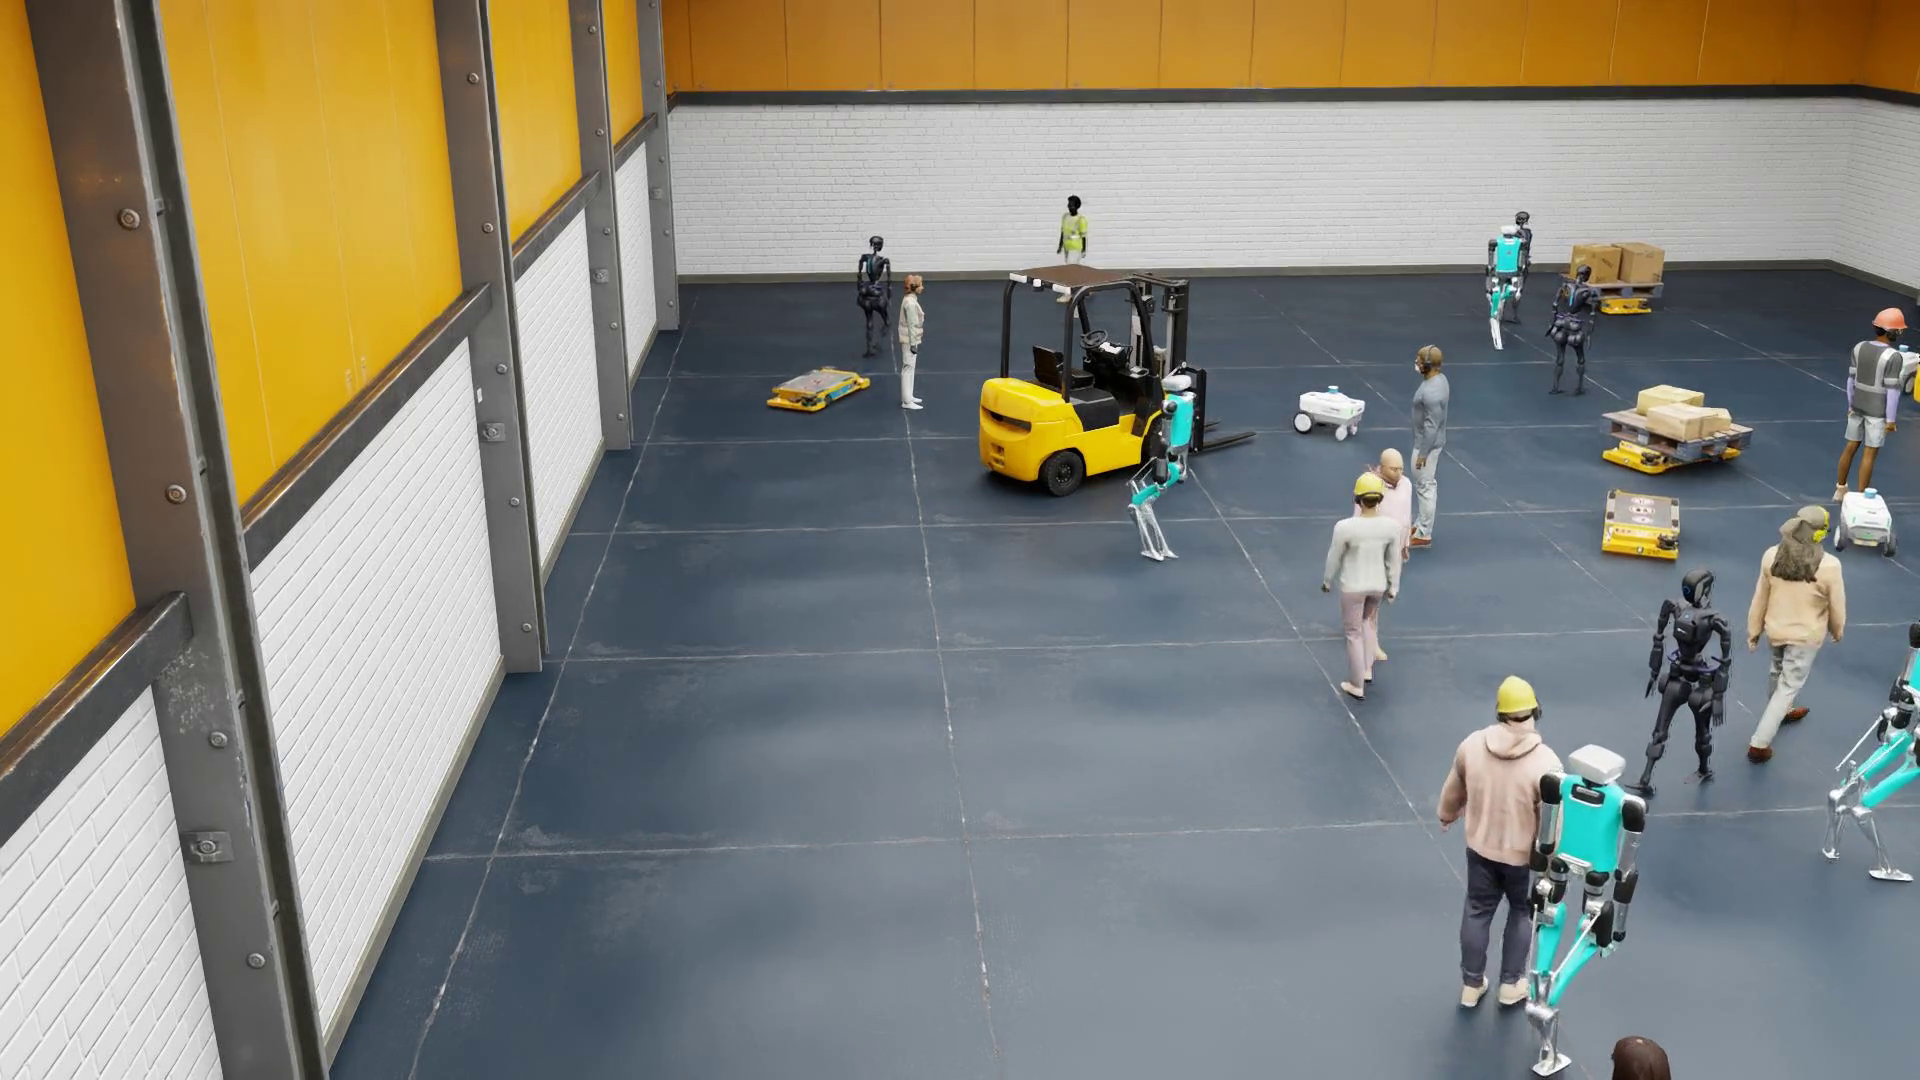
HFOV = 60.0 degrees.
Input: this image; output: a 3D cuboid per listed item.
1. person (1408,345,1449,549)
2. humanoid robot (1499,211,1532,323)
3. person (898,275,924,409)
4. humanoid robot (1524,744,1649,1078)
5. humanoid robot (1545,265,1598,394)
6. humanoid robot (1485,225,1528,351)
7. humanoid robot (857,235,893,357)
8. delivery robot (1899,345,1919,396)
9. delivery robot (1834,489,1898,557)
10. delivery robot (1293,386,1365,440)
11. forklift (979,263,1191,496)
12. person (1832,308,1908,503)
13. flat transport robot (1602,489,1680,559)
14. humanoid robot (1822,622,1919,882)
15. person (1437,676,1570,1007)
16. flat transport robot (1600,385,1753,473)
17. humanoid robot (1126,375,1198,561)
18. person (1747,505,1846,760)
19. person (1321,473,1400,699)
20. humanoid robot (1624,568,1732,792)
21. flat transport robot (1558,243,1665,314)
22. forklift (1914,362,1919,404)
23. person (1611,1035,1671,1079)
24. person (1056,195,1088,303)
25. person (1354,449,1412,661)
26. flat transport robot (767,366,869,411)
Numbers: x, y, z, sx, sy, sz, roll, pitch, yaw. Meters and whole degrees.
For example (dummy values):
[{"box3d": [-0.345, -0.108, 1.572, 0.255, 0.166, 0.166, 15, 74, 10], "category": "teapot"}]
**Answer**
[{"box3d": [4.365, -0.874, 15.590, 0.352, 1.936, 0.634, 6, 21, 17], "category": "person"}, {"box3d": [8.179, -4.026, 24.546, 0.600, 1.649, 0.392, -15, 25, -35], "category": "humanoid robot"}, {"box3d": [-0.590, -2.408, 20.214, 0.316, 1.633, 0.517, -1, 20, -4], "category": "person"}, {"box3d": [2.951, 1.939, 8.237, 0.749, 1.794, 0.541, -19, 27, -42], "category": "humanoid robot"}, {"box3d": [7.657, -2.647, 20.815, 0.625, 1.643, 0.484, 18, 27, 41], "category": "humanoid robot"}, {"box3d": [7.556, -3.565, 23.284, 0.540, 1.778, 1.025, 2, 20, 5], "category": "humanoid robot"}, {"box3d": [-1.173, -3.320, 22.636, 0.610, 1.648, 0.361, 13, 24, 31], "category": "humanoid robot"}, {"box3d": [11.921, -2.159, 21.115, 0.813, 0.609, 0.499, -16, 25, -36], "category": "delivery robot"}, {"box3d": [8.553, -0.172, 15.710, 0.499, 0.614, 0.808, 7, 21, 19], "category": "delivery robot"}, {"box3d": [4.282, -1.491, 19.262, 0.757, 0.585, 0.503, 16, 25, 36], "category": "delivery robot"}, {"box3d": [1.315, -1.764, 17.646, 2.313, 2.155, 1.214, -14, 24, -33], "category": "forklift"}, {"box3d": [9.120, -1.308, 16.622, 0.369, 2.044, 0.606, -6, 21, -15], "category": "person"}, {"box3d": [6.583, -0.162, 16.069, 0.659, 0.231, 1.431, 8, 22, 20], "category": "flat transport robot"}, {"box3d": [5.619, 1.257, 10.095, 0.793, 1.791, 0.530, -4, 20, -9], "category": "humanoid robot"}, {"box3d": [2.899, 1.634, 8.915, 0.822, 1.826, 0.550, 16, 26, 37], "category": "person"}, {"box3d": [7.856, -0.997, 18.344, 1.431, 0.231, 0.659, -10, 23, -26], "category": "flat transport robot"}, {"box3d": [1.789, -0.677, 15.291, 0.667, 1.762, 0.540, 13, 24, 32], "category": "humanoid robot"}, {"box3d": [5.898, 0.614, 11.720, 1.017, 1.805, 0.534, -14, 24, -33], "category": "person"}, {"box3d": [3.005, 0.337, 12.556, 0.522, 1.751, 0.460, -5, 21, -14], "category": "person"}, {"box3d": [4.857, 0.948, 11.064, 0.794, 1.624, 0.587, -13, 24, -32], "category": "humanoid robot"}, {"box3d": [10.056, -3.740, 25.817, 0.659, 0.231, 1.431, -3, 20, -9], "category": "flat transport robot"}, {"box3d": [12.602, -2.435, 19.475, 2.313, 2.155, 1.214, -1, 20, -4], "category": "forklift"}, {"box3d": [2.469, 2.651, 6.223, 0.476, 1.769, 0.360, -3, 20, -9], "category": "person"}, {"box3d": [1.822, -4.593, 26.100, 0.780, 1.665, 0.527, -13, 24, -31], "category": "person"}, {"box3d": [3.307, 0.054, 13.339, 0.546, 1.748, 0.659, -9, 22, -24], "category": "person"}, {"box3d": [-1.758, -1.883, 20.757, 0.659, 0.231, 1.431, 9, 22, 24], "category": "flat transport robot"}]
